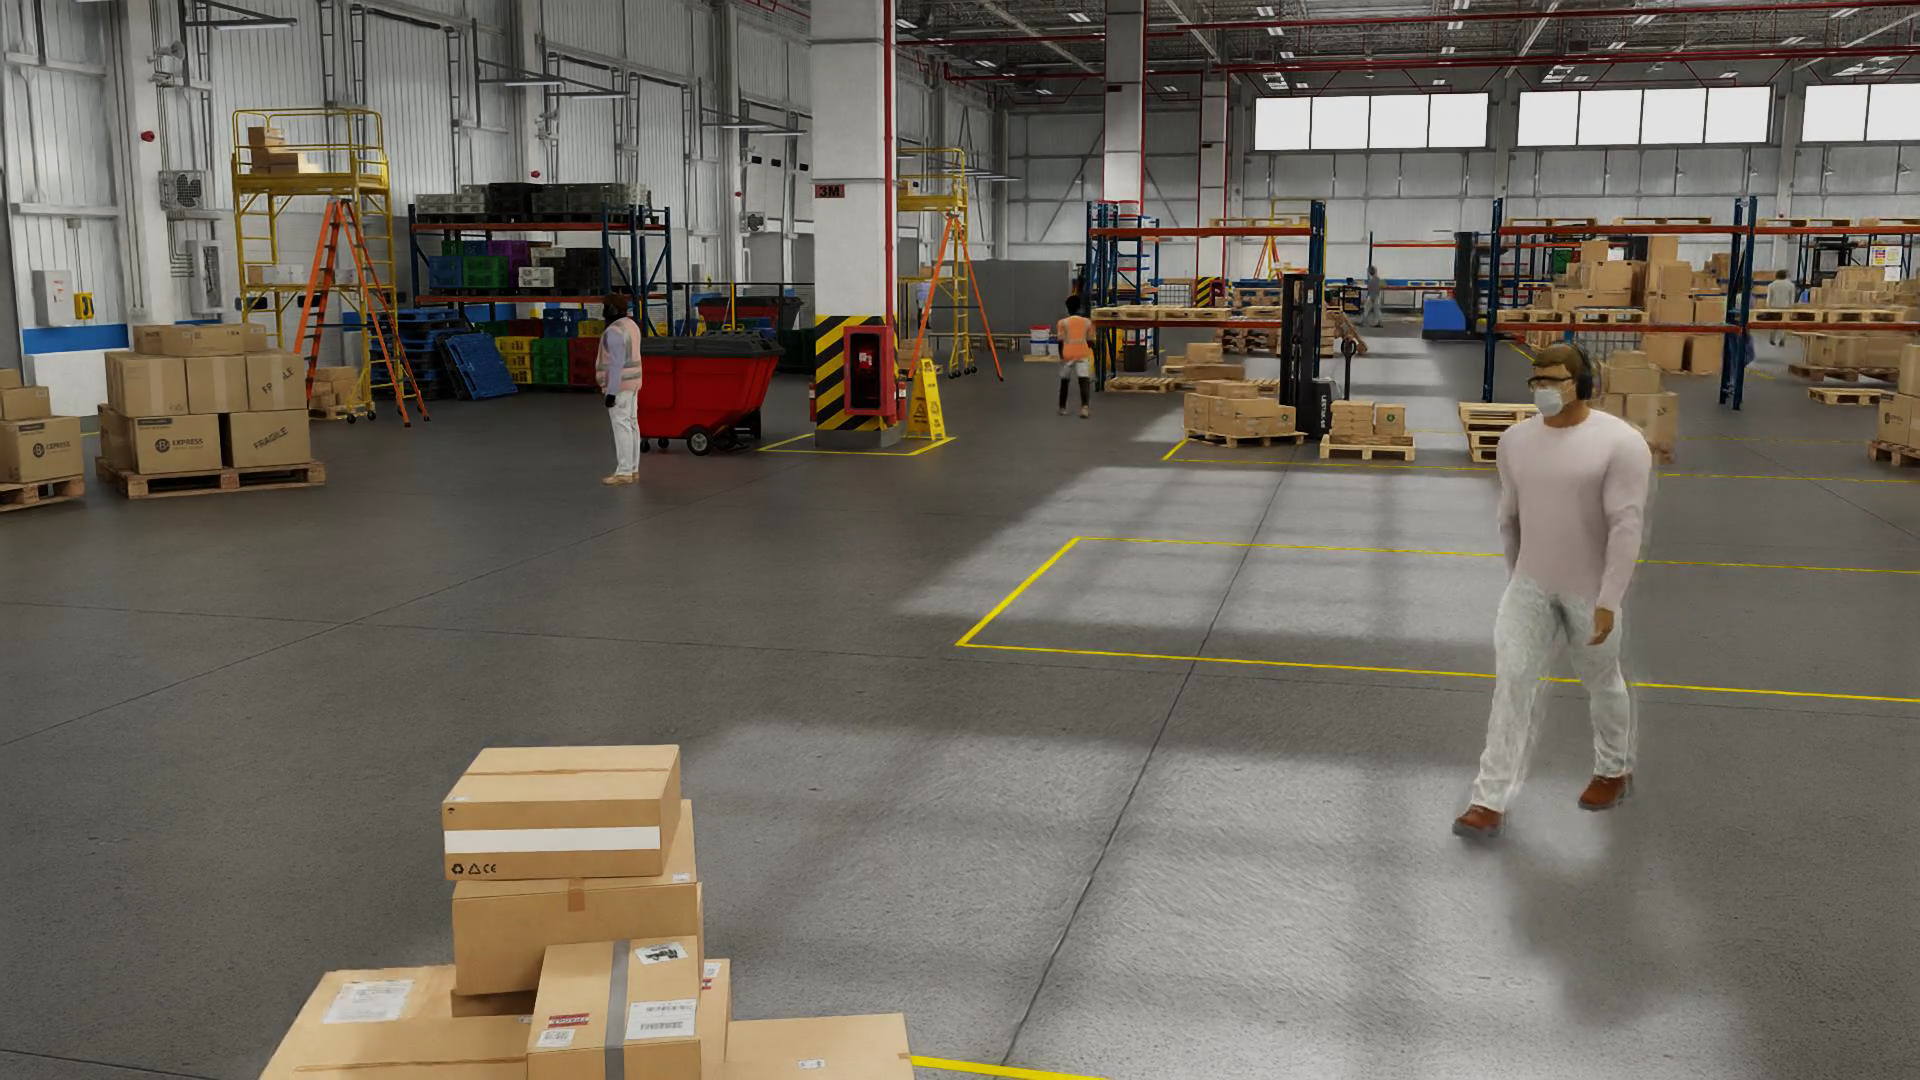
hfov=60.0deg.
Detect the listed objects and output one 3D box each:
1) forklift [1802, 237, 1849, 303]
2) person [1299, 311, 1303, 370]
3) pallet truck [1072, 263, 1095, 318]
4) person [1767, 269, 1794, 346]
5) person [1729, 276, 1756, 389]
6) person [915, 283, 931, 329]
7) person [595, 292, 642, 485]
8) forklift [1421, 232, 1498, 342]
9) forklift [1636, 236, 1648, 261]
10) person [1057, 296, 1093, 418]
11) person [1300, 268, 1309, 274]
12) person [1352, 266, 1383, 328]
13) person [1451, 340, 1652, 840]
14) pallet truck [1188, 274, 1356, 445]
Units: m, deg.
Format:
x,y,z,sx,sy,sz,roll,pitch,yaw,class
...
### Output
x,y,z,sx,sy,sz,roll,pitch,yaw,class
27.372,-8.164,52.473,1.129,2.768,1.873,2,10,14,forklift
6.743,-4.127,32.066,0.485,1.739,0.319,-8,13,-41,person
4.325,-8.180,55.162,0.823,1.965,1.885,6,11,31,pallet truck
20.262,-5.738,41.121,0.628,1.897,1.043,4,10,21,person
12.896,-3.428,27.464,0.444,1.901,0.594,-3,10,-15,person
-1.095,-7.377,50.644,0.543,1.930,0.389,-5,11,-26,person
-3.280,-1.449,15.990,0.430,1.845,0.619,1,10,6,person
12.943,-6.537,42.896,1.873,2.768,1.129,2,10,14,forklift
21.007,-7.905,50.949,1.873,2.768,1.129,9,13,42,forklift
1.573,-2.487,22.643,0.540,1.657,0.857,-2,10,-12,person
9.275,-6.415,45.035,0.556,1.913,0.786,9,13,43,person
12.708,-7.526,51.606,0.989,1.889,0.661,6,11,31,person
2.300,0.180,6.331,1.075,1.882,0.632,-9,13,-44,person
3.653,-2.138,19.590,1.885,1.965,0.823,-4,10,-20,pallet truck
